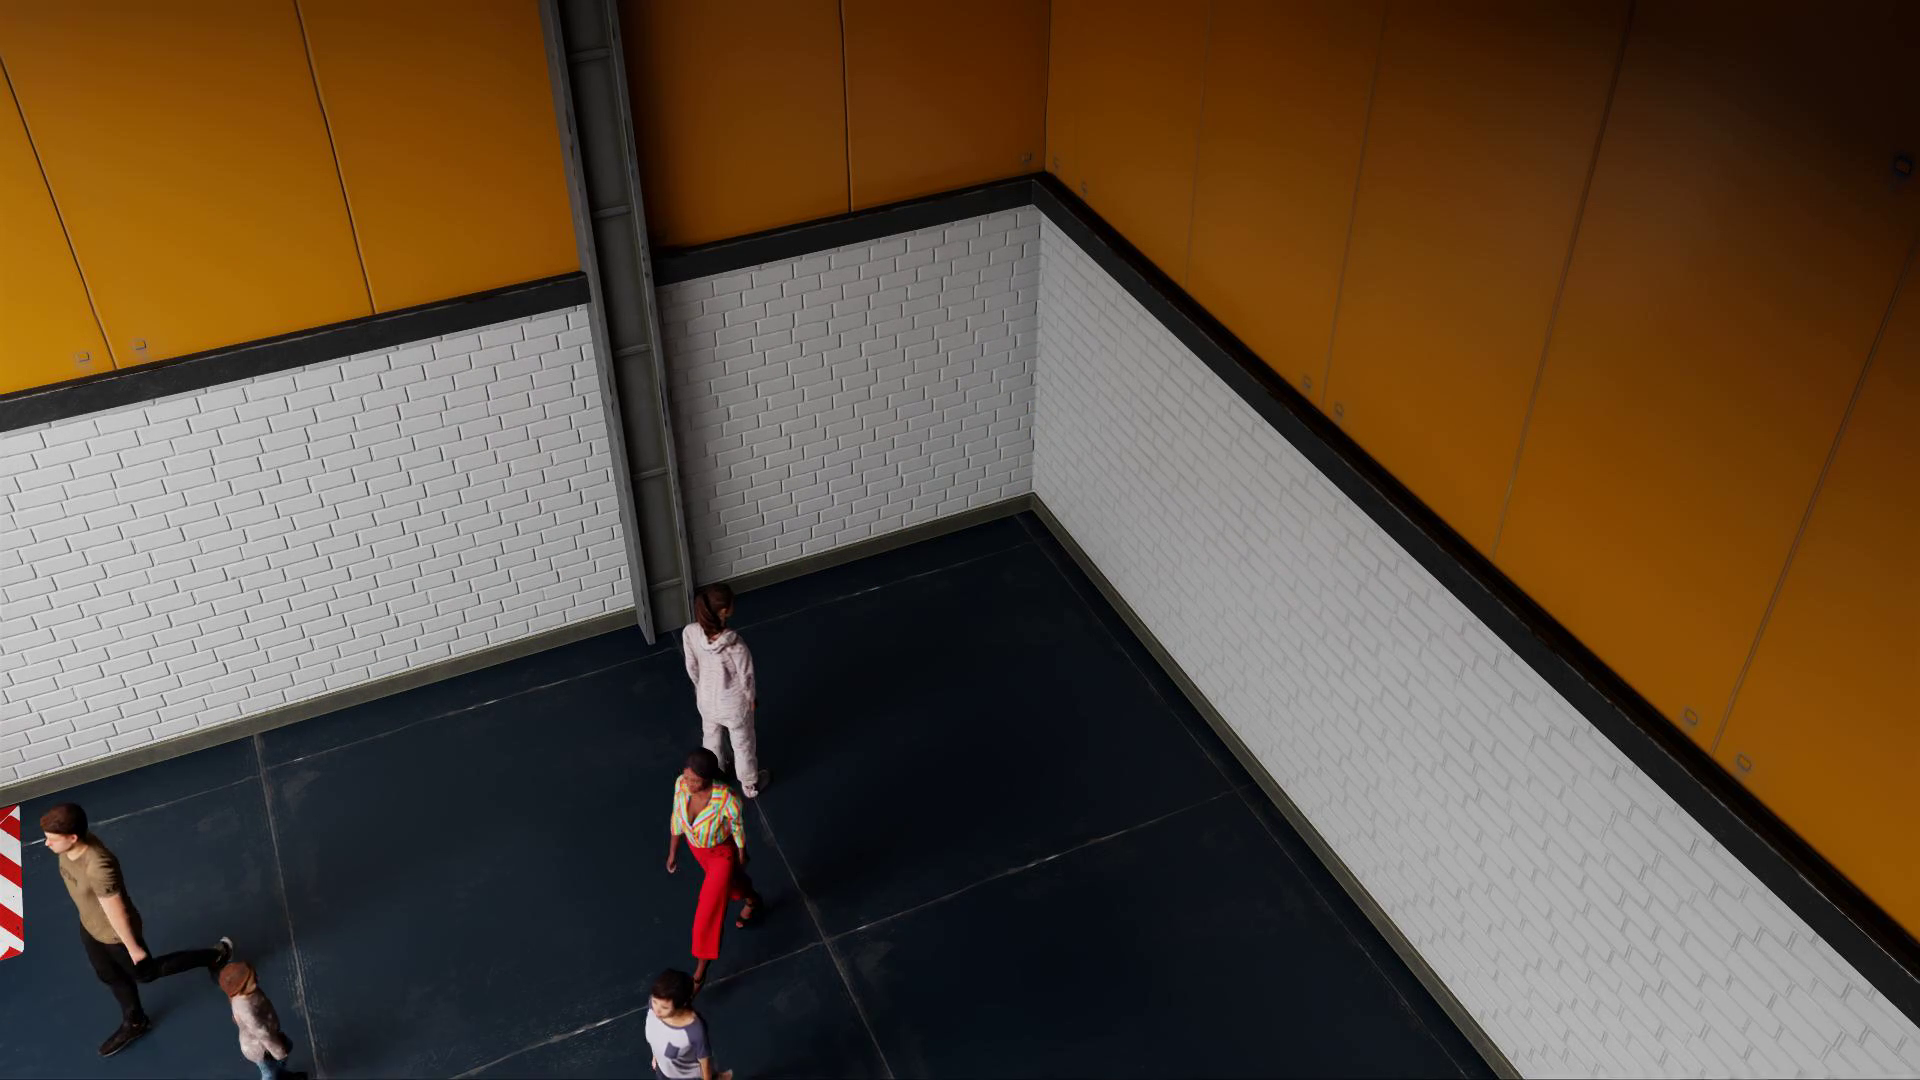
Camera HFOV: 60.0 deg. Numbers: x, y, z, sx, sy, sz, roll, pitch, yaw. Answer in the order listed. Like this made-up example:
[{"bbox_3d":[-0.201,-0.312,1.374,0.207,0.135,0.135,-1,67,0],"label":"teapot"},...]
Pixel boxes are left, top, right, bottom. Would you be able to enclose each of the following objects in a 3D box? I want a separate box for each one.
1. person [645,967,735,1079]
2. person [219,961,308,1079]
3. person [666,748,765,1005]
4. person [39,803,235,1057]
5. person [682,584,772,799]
[{"bbox_3d":[-1.419,2.734,8.799,0.757,1.551,0.912,28,46,30],"label":"person"},{"bbox_3d":[-3.877,2.726,9.100,0.463,1.187,0.493,-13,40,-16],"label":"person"},{"bbox_3d":[-1.401,1.815,9.801,1.017,1.736,1.215,20,43,24],"label":"person"},{"bbox_3d":[-4.681,2.110,9.356,0.968,1.831,1.204,28,46,30],"label":"person"},{"bbox_3d":[-1.548,1.009,10.849,0.721,1.688,0.772,15,41,18],"label":"person"}]
